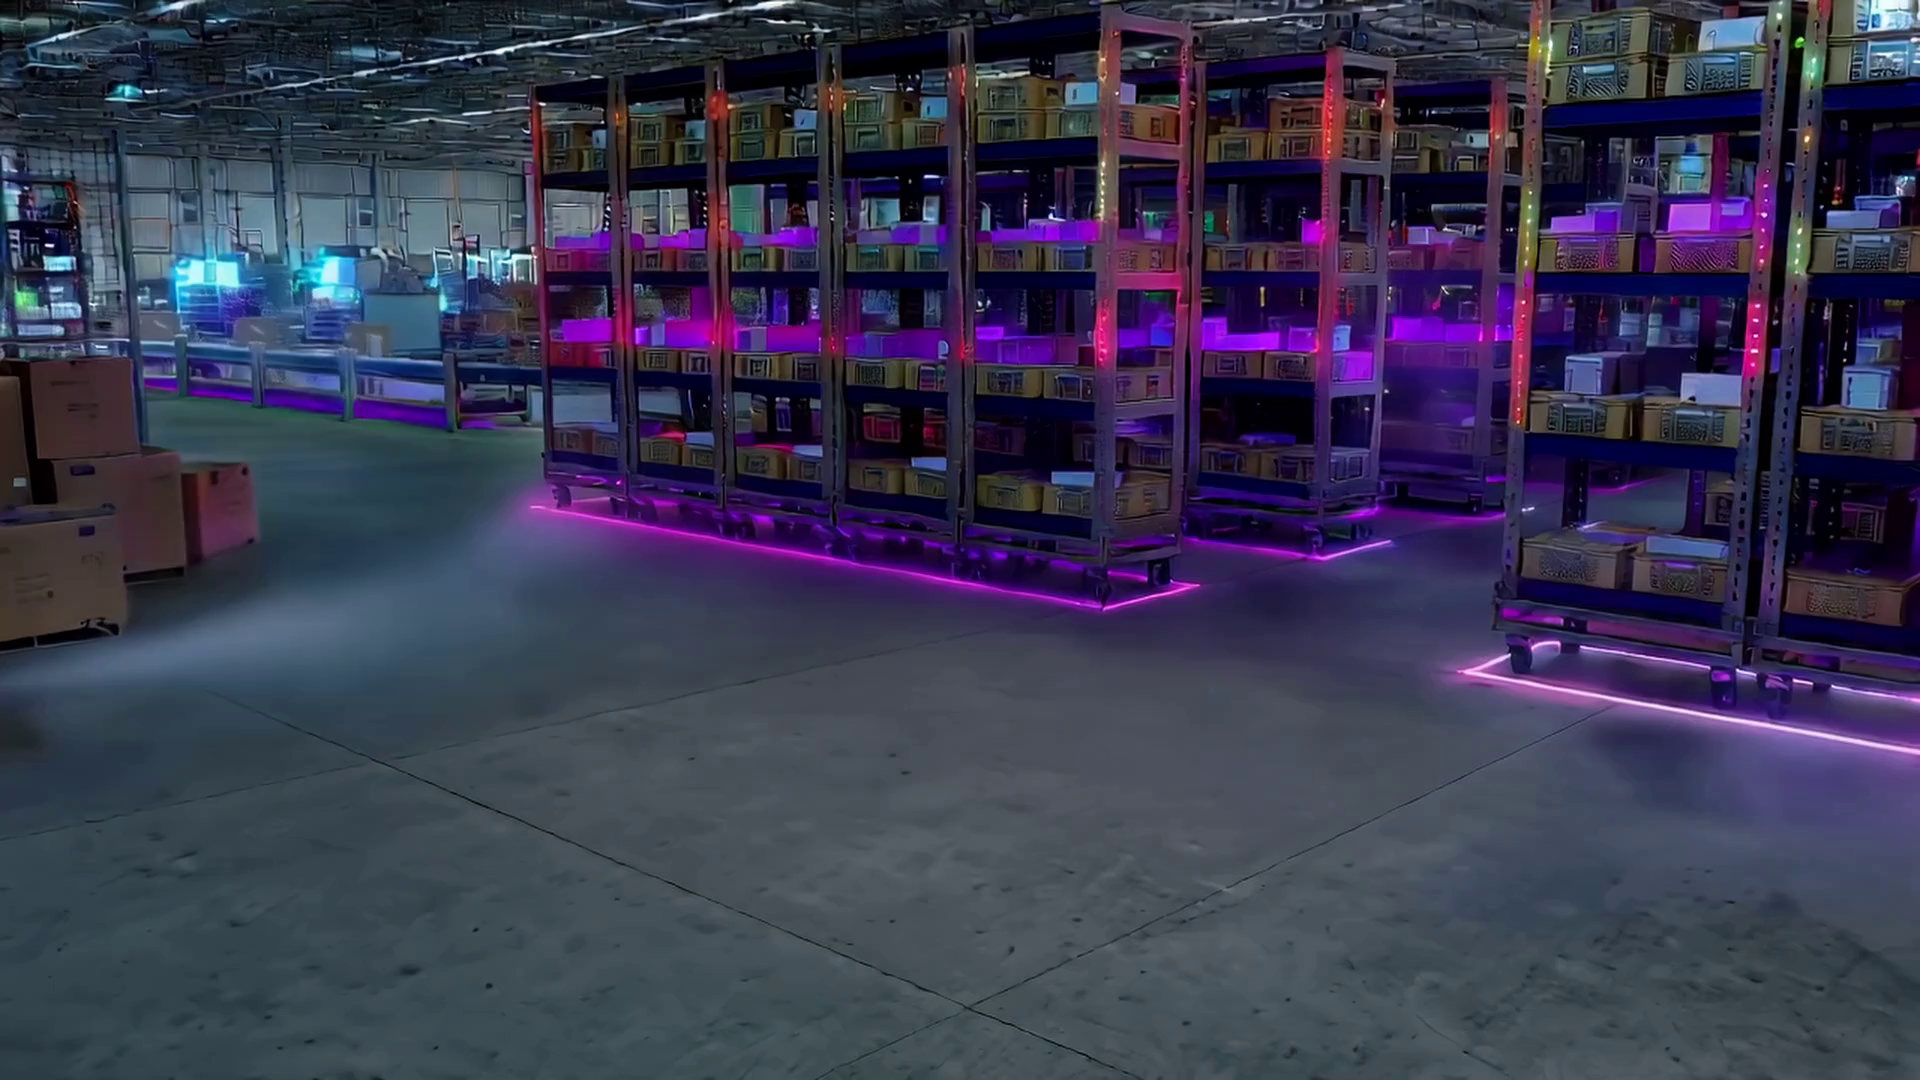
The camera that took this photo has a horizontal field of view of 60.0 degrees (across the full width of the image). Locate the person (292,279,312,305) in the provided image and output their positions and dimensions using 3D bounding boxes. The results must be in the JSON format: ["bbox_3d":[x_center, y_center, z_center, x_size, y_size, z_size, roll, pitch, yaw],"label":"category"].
[{"bbox_3d":[-24.571,-9.070,62.122,0.684,2.000,0.538,-4,10,-25],"label":"person"}]

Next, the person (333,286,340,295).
[{"bbox_3d":[-23.760,-9.092,63.186,0.660,1.730,0.546,-4,10,-22],"label":"person"}]

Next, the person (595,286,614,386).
[{"bbox_3d":[-6.178,-3.601,29.430,0.533,1.767,0.321,-5,11,-29],"label":"person"}]

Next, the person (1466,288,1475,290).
[{"bbox_3d":[18.253,-8.601,59.742,0.956,1.888,0.652,2,9,11],"label":"person"}]

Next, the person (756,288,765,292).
[{"bbox_3d":[-8.195,-10.178,69.233,0.549,1.937,0.358,2,10,14],"label":"person"}]

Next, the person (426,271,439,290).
[{"bbox_3d":[-18.746,-8.586,59.292,0.611,1.996,0.378,5,11,29],"label":"person"}]

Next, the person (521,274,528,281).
[{"bbox_3d":[-22.521,-12.903,86.289,0.534,1.823,0.572,7,11,36],"label":"person"}]

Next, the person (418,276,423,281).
[{"bbox_3d":[-26.472,-12.067,81.541,0.884,1.700,0.503,6,11,32],"label":"person"}]

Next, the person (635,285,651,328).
[{"bbox_3d":[-10.077,-7.337,52.657,0.545,1.647,0.854,-8,12,-39],"label":"person"}]

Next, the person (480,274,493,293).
[{"bbox_3d":[-24.385,-12.822,85.872,0.653,1.800,0.678,1,9,3],"label":"person"}]

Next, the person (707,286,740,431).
[{"bbox_3d":[-2.620,-1.897,18.580,0.401,1.901,0.640,-6,11,-33],"label":"person"}]

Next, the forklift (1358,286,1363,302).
[{"bbox_3d":[11.100,-7.017,46.970,1.873,2.768,1.129,9,13,43],"label":"forklift"}]

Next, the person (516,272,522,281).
[{"bbox_3d":[-22.884,-12.965,86.453,0.565,1.891,0.617,-8,12,-41],"label":"person"}]
